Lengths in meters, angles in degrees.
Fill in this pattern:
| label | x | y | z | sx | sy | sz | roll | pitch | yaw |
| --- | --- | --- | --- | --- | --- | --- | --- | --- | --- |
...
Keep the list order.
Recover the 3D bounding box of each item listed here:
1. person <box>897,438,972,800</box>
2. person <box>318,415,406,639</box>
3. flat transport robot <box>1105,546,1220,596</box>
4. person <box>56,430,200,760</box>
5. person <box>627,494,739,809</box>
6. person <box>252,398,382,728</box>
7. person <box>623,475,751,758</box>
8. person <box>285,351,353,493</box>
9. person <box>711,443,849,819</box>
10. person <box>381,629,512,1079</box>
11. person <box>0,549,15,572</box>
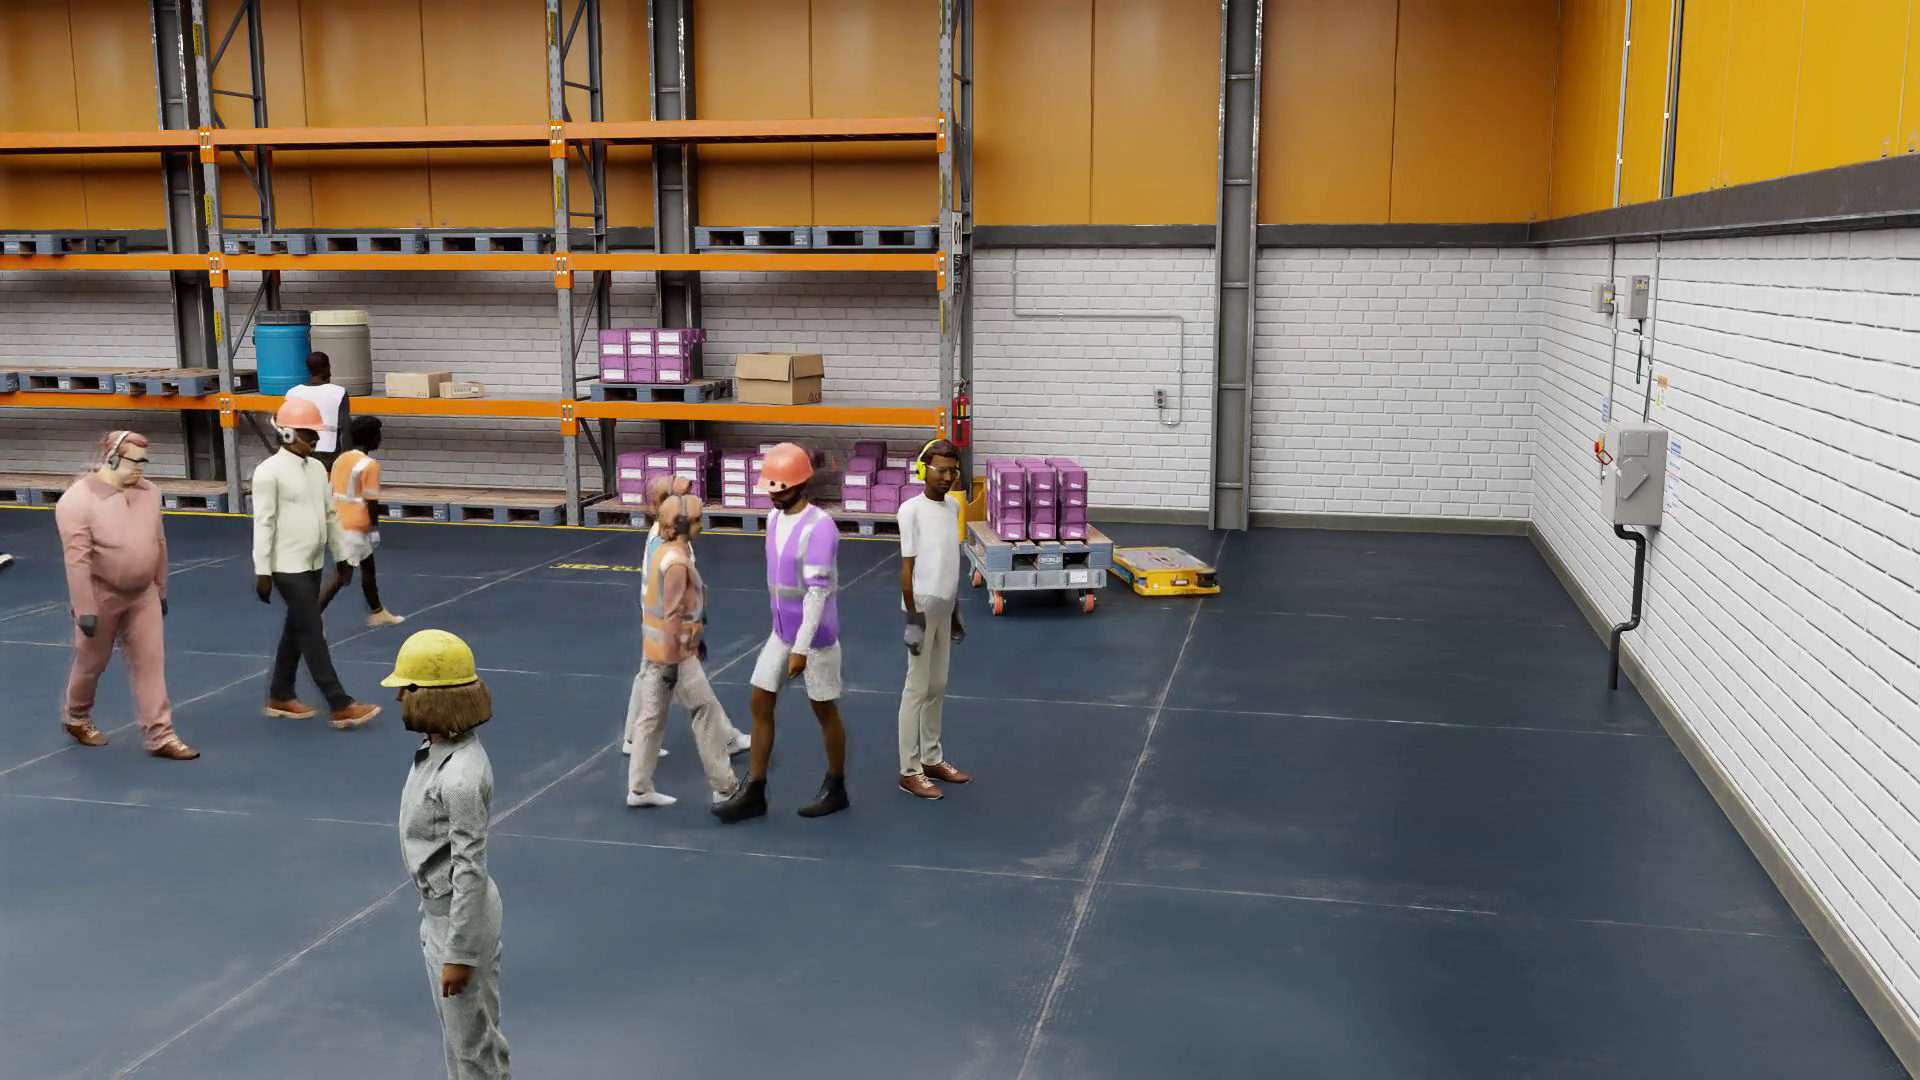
| label | x | y | z | sx | sy | sz | roll | pitch | yaw |
| --- | --- | --- | --- | --- | --- | --- | --- | --- | --- |
| person | -0.129 | 0.397 | 8.685 | 0.334 | 1.864 | 0.521 | 6 | 11 | 31 |
| person | -4.549 | -0.098 | 12.264 | 0.858 | 1.644 | 0.556 | -9 | 13 | -43 |
| flat transport robot | 1.694 | 0.247 | 14.272 | 0.652 | 0.197 | 1.431 | -2 | 10 | -10 |
| person | -4.733 | 0.299 | 9.331 | 0.974 | 1.851 | 0.665 | 5 | 11 | 28 |
| person | -1.349 | 0.570 | 8.394 | 0.763 | 1.604 | 0.532 | -3 | 10 | -19 |
| person | -3.853 | 0.137 | 9.927 | 0.841 | 1.955 | 0.646 | 2 | 10 | 10 |
| person | -1.503 | 0.438 | 9.189 | 0.842 | 1.596 | 0.534 | -1 | 10 | -3 |
| person | -6.024 | -0.814 | 15.699 | 0.590 | 1.916 | 0.399 | 0 | 10 | 0 |
| person | -0.862 | 0.474 | 8.134 | 0.805 | 1.893 | 0.547 | -9 | 13 | -43 |
| person | -1.475 | 1.111 | 4.805 | 0.294 | 1.744 | 0.486 | -5 | 11 | -26 |
| person | -8.810 | -0.672 | 14.487 | 0.998 | 2.000 | 0.707 | 5 | 11 | 26 |
